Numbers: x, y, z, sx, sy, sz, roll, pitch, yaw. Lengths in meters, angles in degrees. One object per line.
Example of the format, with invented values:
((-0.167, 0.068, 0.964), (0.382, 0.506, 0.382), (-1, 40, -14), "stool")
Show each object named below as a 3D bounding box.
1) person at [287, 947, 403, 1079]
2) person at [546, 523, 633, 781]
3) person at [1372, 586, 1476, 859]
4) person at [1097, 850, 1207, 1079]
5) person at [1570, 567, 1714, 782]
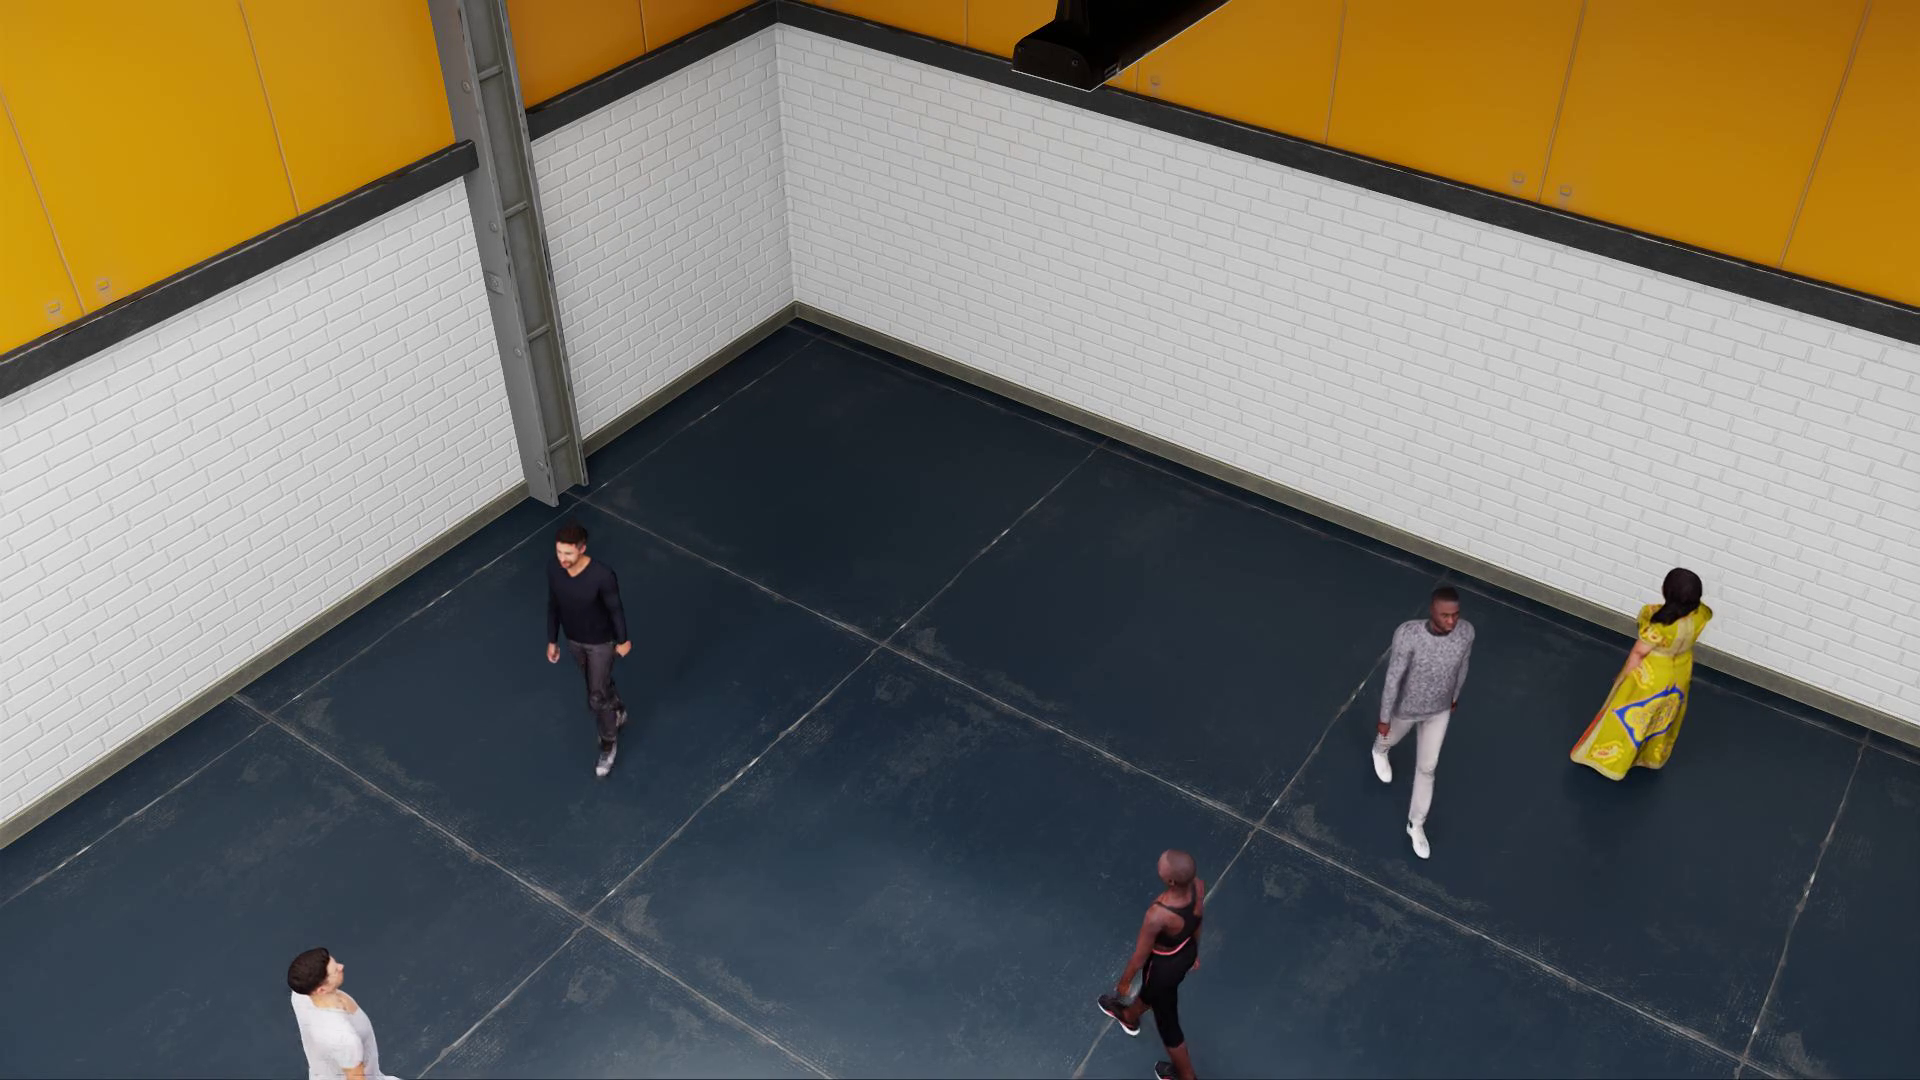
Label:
((-3.046, 2.663, 8.076), (0.753, 1.832, 0.977), (29, 47, 31), "person")
((-2.322, 0.581, 10.671), (0.702, 1.848, 0.858), (18, 42, 21), "person")
((2.800, 0.959, 10.237), (1.170, 1.798, 1.284), (-3, 39, -4), "person")
((1.133, 2.273, 8.644), (0.772, 1.733, 0.990), (31, 48, 33), "person")
((4.407, 0.840, 10.498), (0.923, 1.658, 1.033), (-14, 41, -17), "person")
